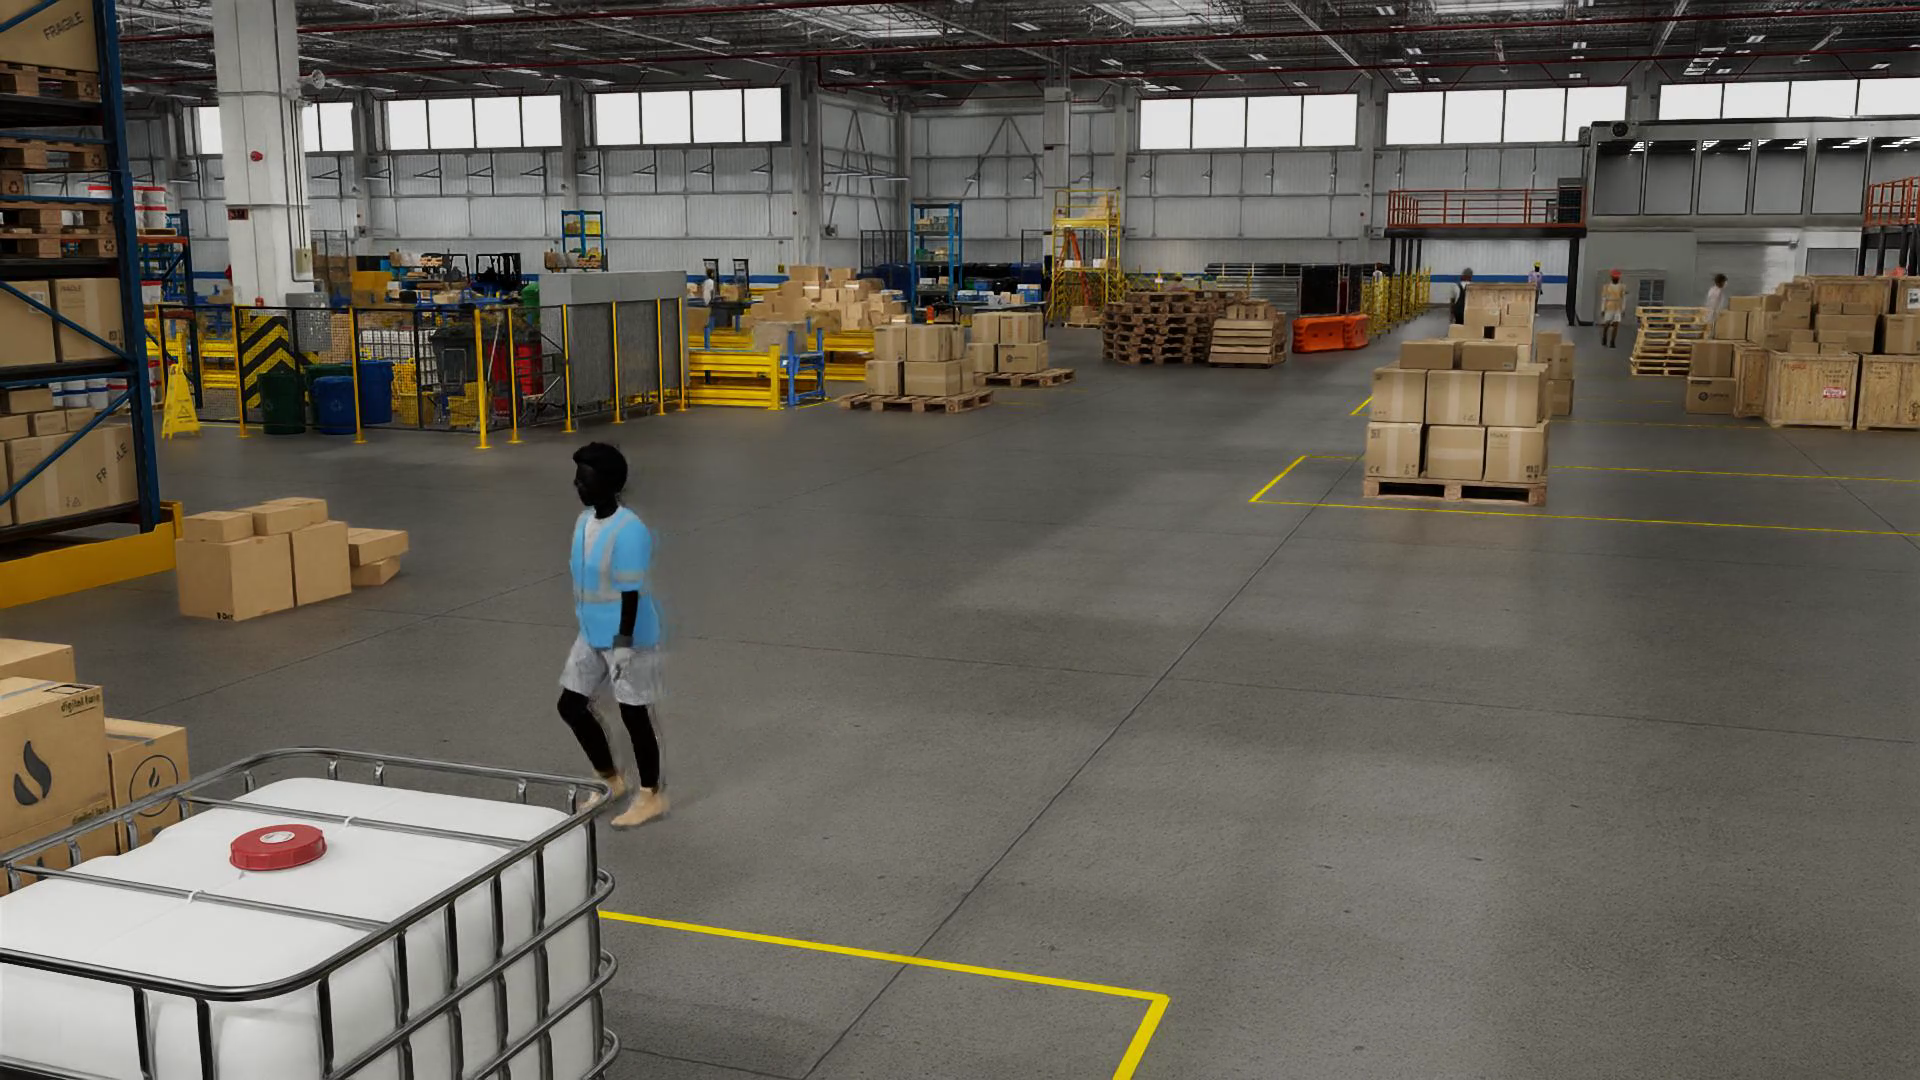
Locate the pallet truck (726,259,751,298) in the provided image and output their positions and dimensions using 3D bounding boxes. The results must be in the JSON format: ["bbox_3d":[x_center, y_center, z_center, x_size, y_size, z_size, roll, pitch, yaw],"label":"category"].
[{"bbox_3d":[-7.986,-9.493,62.019,0.823,1.965,1.885,3,11,17],"label":"pallet truck"}]

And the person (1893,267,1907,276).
[{"bbox_3d":[19.519,-4.657,34.700,0.633,2.027,0.421,1,10,3],"label":"person"}]

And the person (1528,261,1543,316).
[{"bbox_3d":[20.207,-8.812,58.396,0.585,1.923,0.376,-4,11,-21],"label":"person"}]

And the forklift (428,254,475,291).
[{"bbox_3d":[-20.133,-10.254,65.465,1.157,1.987,2.680,3,11,19],"label":"forklift"}]

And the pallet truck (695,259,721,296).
[{"bbox_3d":[-9.165,-9.627,62.776,0.823,1.965,1.885,4,11,23],"label":"pallet truck"}]

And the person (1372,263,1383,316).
[{"bbox_3d":[14.673,-8.785,58.359,0.355,1.883,0.574,-3,11,-17],"label":"person"}]

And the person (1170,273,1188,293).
[{"bbox_3d":[6.077,-6.508,46.002,0.531,1.722,0.908,6,12,31],"label":"person"}]

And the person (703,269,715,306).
[{"bbox_3d":[-6.943,-6.561,45.976,0.490,1.831,0.536,-10,14,-44],"label":"person"}]

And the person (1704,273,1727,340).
[{"bbox_3d":[15.572,-4.485,34.036,0.773,1.913,0.662,4,11,20],"label":"person"}]

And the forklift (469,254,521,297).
[{"bbox_3d":[-17.990,-10.121,64.684,1.157,1.987,2.680,3,11,17],"label":"forklift"}]

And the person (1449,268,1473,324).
[{"bbox_3d":[11.352,-5.121,37.274,0.686,2.000,1.038,8,13,37],"label":"person"}]

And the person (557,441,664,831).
[{"bbox_3d":[-1.494,0.422,7.078,0.544,1.683,0.453,10,14,43],"label":"person"}]

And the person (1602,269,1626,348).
[{"bbox_3d":[15.934,-5.635,40.507,0.551,1.924,0.402,1,10,5],"label":"person"}]
